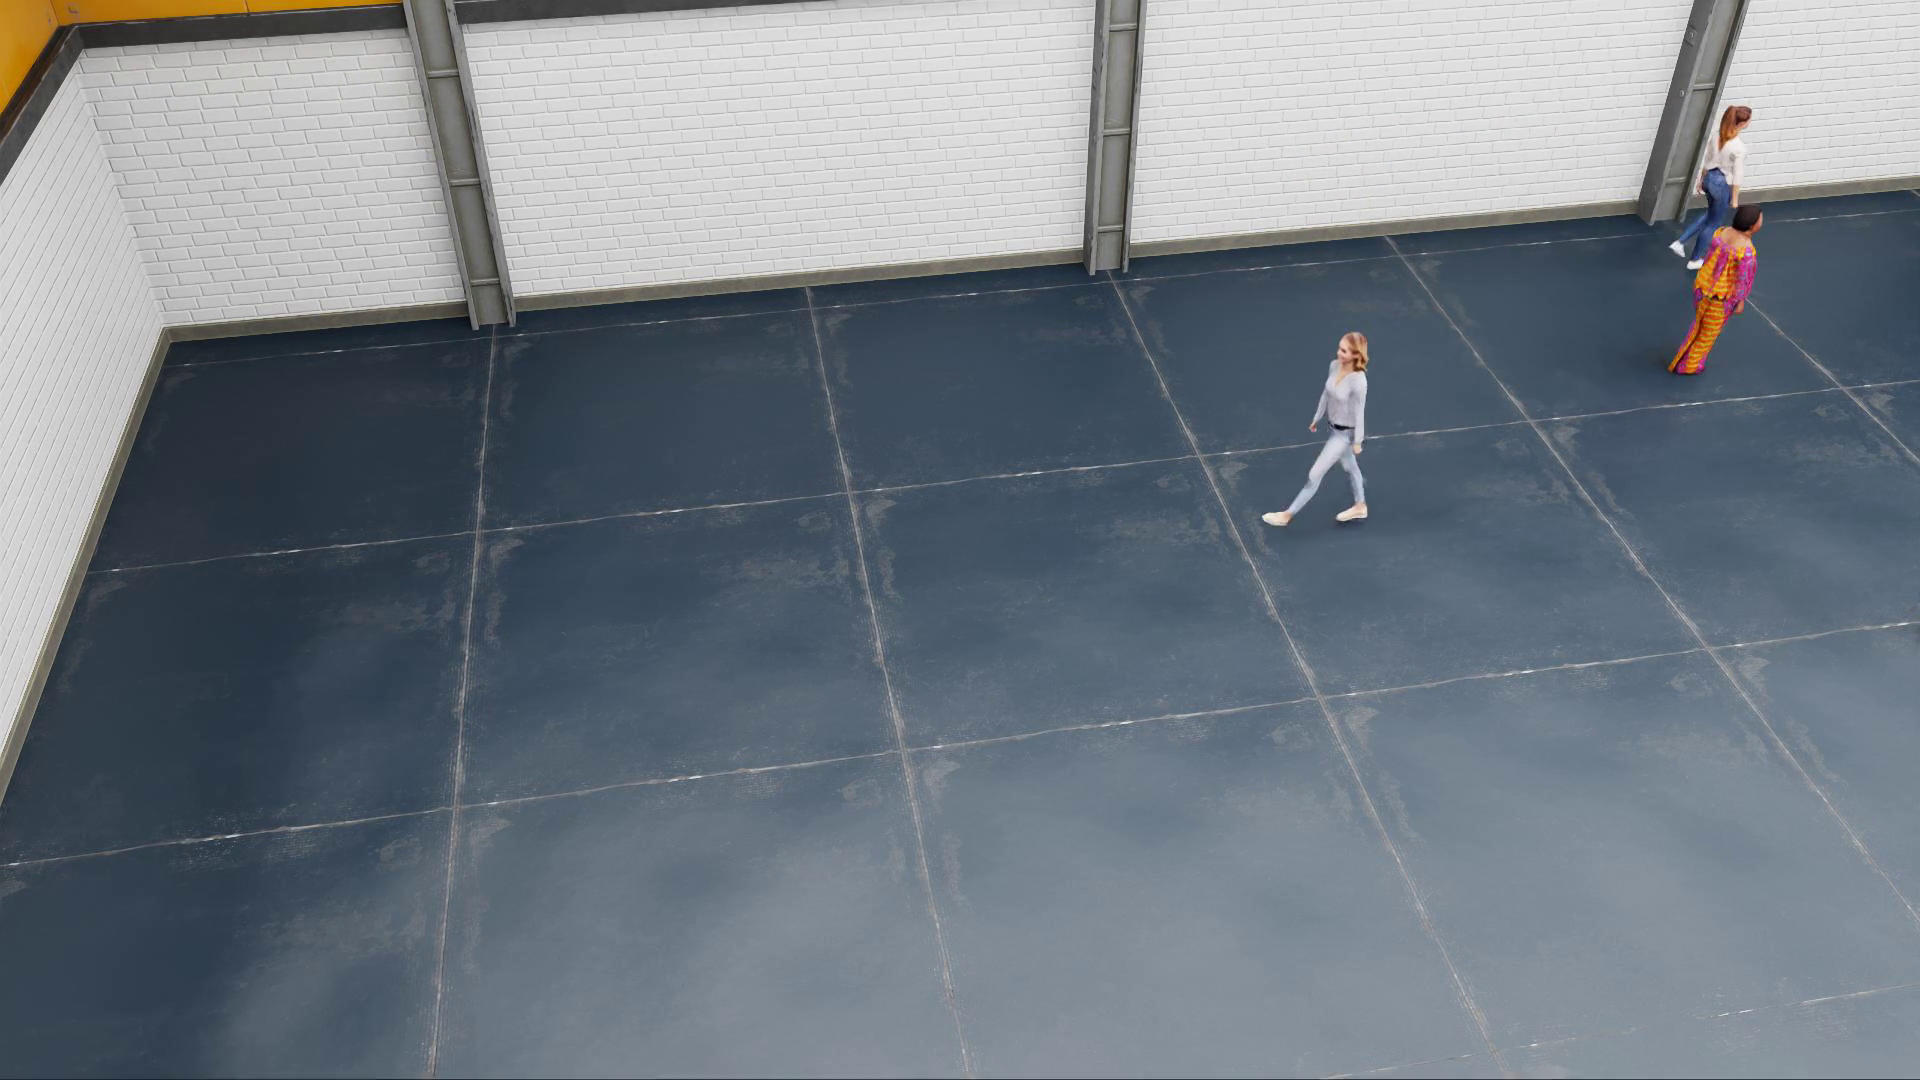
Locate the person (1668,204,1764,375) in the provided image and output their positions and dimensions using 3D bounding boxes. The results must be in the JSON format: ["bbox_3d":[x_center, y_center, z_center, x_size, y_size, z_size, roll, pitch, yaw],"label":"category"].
[{"bbox_3d":[6.657,-2.218,14.704,0.749,1.655,0.696,-7,39,-9],"label":"person"}]

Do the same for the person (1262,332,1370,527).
[{"bbox_3d":[3.026,-0.833,12.892,1.158,1.751,0.659,-9,39,-11],"label":"person"}]

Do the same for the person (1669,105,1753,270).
[{"bbox_3d":[7.277,-3.386,16.124,0.673,1.708,0.602,-7,39,-8],"label":"person"}]
